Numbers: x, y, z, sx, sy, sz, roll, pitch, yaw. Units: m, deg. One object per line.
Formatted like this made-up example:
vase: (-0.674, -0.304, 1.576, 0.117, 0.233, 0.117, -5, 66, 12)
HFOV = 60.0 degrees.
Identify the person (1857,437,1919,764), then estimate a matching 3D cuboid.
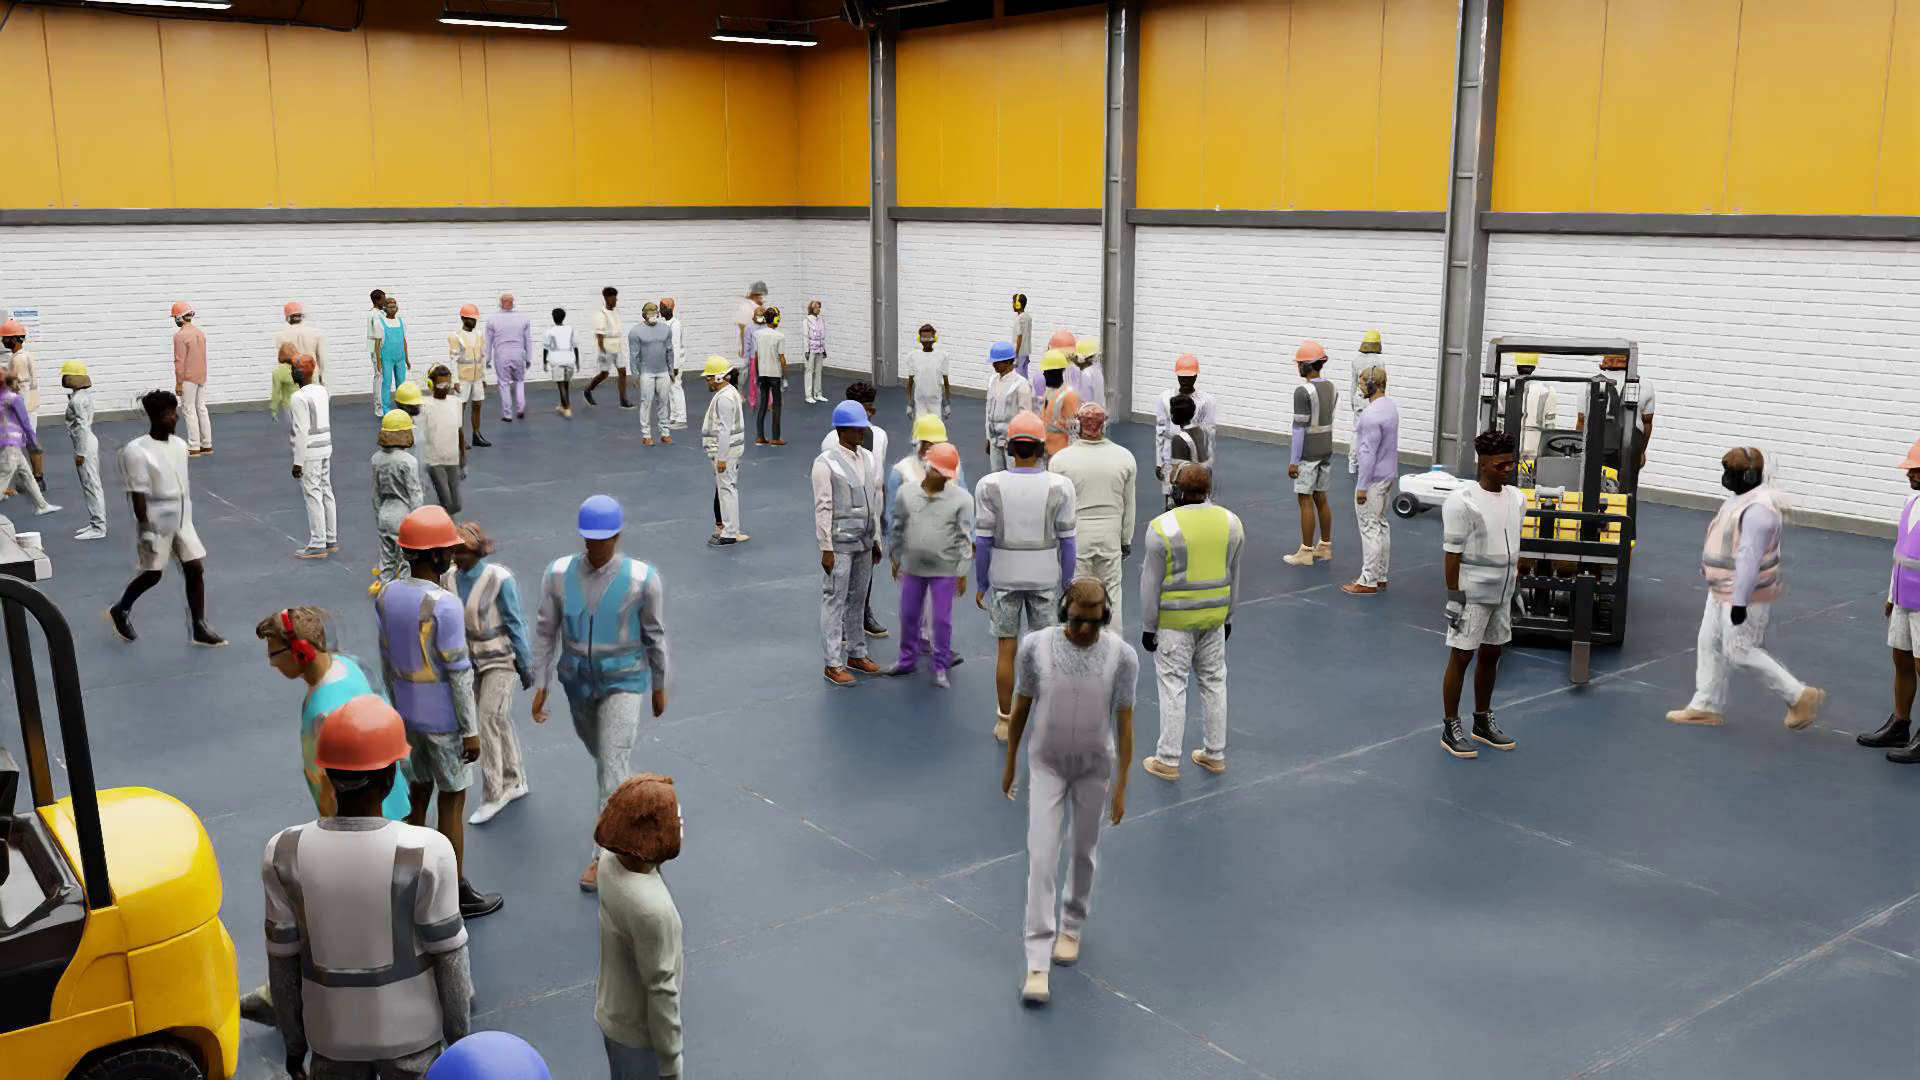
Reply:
person: (5.632, 0.350, 9.793, 0.362, 1.935, 0.553, 0, 12, -2)

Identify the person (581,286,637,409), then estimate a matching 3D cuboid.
person: (-5.529, -3.012, 26.045, 0.890, 1.938, 0.609, 5, 13, 24)

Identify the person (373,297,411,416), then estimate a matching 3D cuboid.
person: (-8.350, -2.649, 24.508, 0.331, 1.843, 0.520, 11, 16, 43)

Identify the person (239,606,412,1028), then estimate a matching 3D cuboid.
person: (-2.466, 1.109, 6.532, 0.985, 1.767, 0.651, -4, 13, -21)

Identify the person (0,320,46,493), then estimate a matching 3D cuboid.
person: (-10.569, -1.501, 18.737, 0.362, 1.938, 0.545, -5, 13, -24)

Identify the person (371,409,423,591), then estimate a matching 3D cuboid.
person: (-4.196, -0.115, 12.510, 0.487, 1.744, 0.313, 7, 14, 31)

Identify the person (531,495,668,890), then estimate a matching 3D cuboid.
person: (-1.766, 0.681, 8.314, 0.613, 1.902, 1.016, 2, 12, 8)

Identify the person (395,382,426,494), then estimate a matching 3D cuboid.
person: (-4.745, -0.492, 14.324, 0.429, 1.745, 0.540, 2, 12, 9)

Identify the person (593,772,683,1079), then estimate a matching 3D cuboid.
person: (-0.953, 1.487, 5.063, 0.290, 1.627, 0.504, -6, 13, -27)

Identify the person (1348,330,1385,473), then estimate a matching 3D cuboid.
person: (4.899, -1.646, 19.939, 0.321, 1.737, 0.487, -8, 14, -35)

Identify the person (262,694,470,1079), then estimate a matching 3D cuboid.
person: (-1.670, 1.388, 4.785, 0.553, 1.935, 0.362, 0, 12, -1)

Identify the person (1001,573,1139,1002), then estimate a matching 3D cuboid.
person: (0.450, 1.014, 6.944, 0.576, 1.790, 0.839, 1, 12, 3)

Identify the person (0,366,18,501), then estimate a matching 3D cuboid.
person: (-10.668, -1.400, 18.243, 0.352, 1.937, 0.635, -2, 12, -10)

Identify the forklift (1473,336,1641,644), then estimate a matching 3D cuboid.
forklift: (4.683, -0.471, 13.136, 1.214, 2.155, 2.313, 4, 12, 20)

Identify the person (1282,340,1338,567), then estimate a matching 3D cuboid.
person: (3.148, -0.781, 15.036, 0.418, 2.033, 0.607, 11, 16, 42)

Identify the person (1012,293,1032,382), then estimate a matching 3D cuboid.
person: (0.910, -2.769, 25.036, 0.311, 1.865, 0.534, 5, 13, 24)

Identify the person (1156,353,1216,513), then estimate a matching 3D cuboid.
person: (2.027, -0.725, 15.025, 0.540, 1.929, 0.390, 3, 12, 16)

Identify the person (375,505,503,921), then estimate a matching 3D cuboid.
person: (-2.399, 0.797, 7.637, 0.551, 1.937, 0.357, 8, 14, 33)

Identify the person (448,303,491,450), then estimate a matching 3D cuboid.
person: (-6.452, -2.151, 21.931, 0.420, 1.925, 0.559, 9, 14, 36)

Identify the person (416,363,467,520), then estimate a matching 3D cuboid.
person: (-4.746, -0.699, 15.134, 0.689, 1.837, 0.529, 9, 15, 37)

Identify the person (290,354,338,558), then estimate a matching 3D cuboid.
person: (-5.993, -0.774, 15.360, 0.352, 1.883, 0.579, 1, 12, 4)

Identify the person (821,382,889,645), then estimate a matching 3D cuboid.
person: (-0.756, -0.209, 12.427, 0.365, 1.962, 0.613, 11, 16, 43)

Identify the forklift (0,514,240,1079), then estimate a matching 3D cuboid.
forklift: (-3.687, 1.115, 5.480, 2.313, 2.155, 1.214, -9, 15, -36)

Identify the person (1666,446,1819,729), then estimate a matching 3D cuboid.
person: (4.894, 0.314, 10.278, 0.752, 1.815, 0.630, 3, 12, 12)

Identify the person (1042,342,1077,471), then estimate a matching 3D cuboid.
person: (1.093, -1.417, 18.820, 0.649, 1.734, 0.564, -10, 16, -41)

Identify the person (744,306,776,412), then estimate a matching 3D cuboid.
person: (-3.087, -2.802, 25.756, 0.499, 1.633, 0.281, -3, 12, -13)

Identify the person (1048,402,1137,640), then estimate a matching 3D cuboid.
person: (0.901, -0.009, 11.606, 0.640, 1.909, 0.409, -3, 12, -13)

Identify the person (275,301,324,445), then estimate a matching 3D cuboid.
person: (-8.680, -2.171, 21.967, 0.614, 1.949, 1.029, -8, 14, -33)

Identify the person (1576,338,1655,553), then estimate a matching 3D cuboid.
person: (6.026, -0.865, 15.411, 0.673, 2.000, 0.536, 2, 12, 11)

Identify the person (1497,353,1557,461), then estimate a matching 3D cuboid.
person: (5.284, -0.833, 15.665, 0.590, 1.873, 0.354, 4, 12, 19)

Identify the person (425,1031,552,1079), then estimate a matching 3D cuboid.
person: (-0.759, 1.774, 2.892, 0.614, 1.947, 0.388, -11, 16, -42)

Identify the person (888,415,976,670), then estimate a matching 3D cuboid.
person: (-0.155, 0.009, 11.795, 0.597, 1.788, 0.886, -8, 14, -34)

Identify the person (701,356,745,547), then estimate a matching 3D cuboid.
person: (-2.256, -0.847, 15.876, 0.403, 1.817, 0.605, -1, 12, -5)

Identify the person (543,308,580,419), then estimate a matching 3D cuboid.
person: (-6.018, -2.670, 25.093, 0.539, 1.643, 0.892, -8, 14, -33)

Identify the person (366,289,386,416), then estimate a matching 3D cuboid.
person: (-8.808, -2.837, 25.234, 0.392, 1.919, 0.590, -5, 13, -23)

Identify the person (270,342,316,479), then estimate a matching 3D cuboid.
person: (-7.886, -1.529, 19.641, 0.658, 1.606, 0.526, 11, 16, 42)

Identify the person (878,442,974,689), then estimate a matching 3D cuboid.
person: (-0.223, 0.168, 11.237, 0.662, 1.705, 0.446, 4, 12, 17)

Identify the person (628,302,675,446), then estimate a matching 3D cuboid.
person: (-4.107, -2.216, 22.229, 0.636, 1.928, 0.386, -8, 14, -35)

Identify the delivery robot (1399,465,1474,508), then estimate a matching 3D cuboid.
delivery robot: (4.924, -0.535, 17.200, 0.707, 0.478, 0.477, 8, 14, 35)

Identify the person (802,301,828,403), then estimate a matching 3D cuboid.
person: (-2.352, -3.045, 26.906, 0.309, 1.645, 0.515, 8, 14, 33)

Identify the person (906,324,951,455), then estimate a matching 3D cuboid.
person: (-0.366, -1.585, 19.337, 0.513, 1.862, 0.322, 1, 12, 2)

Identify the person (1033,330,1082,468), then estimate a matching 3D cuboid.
person: (0.998, -1.057, 16.384, 0.612, 2.029, 0.407, -10, 16, -41)

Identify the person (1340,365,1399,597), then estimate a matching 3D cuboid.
person: (3.452, -0.493, 13.901, 0.385, 1.929, 0.635, 6, 13, 28)

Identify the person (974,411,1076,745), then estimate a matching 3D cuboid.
person: (0.395, 0.235, 10.103, 0.615, 2.038, 0.396, 1, 12, 3)

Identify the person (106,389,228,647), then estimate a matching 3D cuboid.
person: (-5.920, -0.155, 12.250, 0.867, 1.938, 0.609, 4, 12, 19)

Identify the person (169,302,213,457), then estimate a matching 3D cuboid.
person: (-9.872, -2.059, 21.327, 0.403, 1.983, 0.627, 1, 12, 5)

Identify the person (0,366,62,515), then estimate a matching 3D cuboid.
person: (-9.737, -0.975, 17.038, 0.508, 1.593, 0.897, 8, 14, 34)

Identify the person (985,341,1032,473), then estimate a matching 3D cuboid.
person: (0.448, -0.966, 16.153, 0.412, 1.937, 0.605, -9, 15, -36)

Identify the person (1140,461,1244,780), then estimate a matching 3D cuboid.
person: (1.308, 0.459, 9.541, 0.623, 1.835, 0.431, -5, 13, -23)

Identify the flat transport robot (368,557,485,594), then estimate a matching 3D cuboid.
flat transport robot: (-4.621, 0.219, 14.472, 0.652, 0.197, 1.431, -1, 12, -4)

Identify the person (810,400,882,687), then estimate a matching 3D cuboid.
person: (-0.764, 0.011, 11.402, 0.380, 1.950, 0.605, 8, 14, 34)

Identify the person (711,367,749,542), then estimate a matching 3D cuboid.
person: (-2.246, -0.829, 16.076, 0.321, 1.696, 0.530, -5, 13, -21)

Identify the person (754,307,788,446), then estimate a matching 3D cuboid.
person: (-2.525, -2.175, 22.207, 0.525, 1.854, 0.333, 6, 13, 28)

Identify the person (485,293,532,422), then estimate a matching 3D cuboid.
person: (-6.670, -2.681, 24.570, 0.684, 1.898, 0.404, -5, 13, -24)

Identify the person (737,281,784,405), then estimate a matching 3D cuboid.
person: (-3.294, -3.188, 26.632, 1.040, 2.000, 0.683, 4, 13, 21)

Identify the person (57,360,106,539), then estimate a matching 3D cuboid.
person: (-8.566, -0.883, 16.221, 0.293, 1.744, 0.492, -5, 13, -21)

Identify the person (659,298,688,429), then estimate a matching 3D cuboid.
person: (-4.136, -2.534, 23.886, 0.347, 1.877, 0.573, -6, 13, -26)

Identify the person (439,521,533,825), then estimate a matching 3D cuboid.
person: (-2.583, 0.698, 8.874, 0.528, 1.618, 0.610, 7, 14, 30)

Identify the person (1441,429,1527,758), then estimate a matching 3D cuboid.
person: (3.131, 0.309, 9.927, 0.607, 1.966, 0.367, -6, 13, -28)

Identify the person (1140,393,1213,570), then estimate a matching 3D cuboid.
person: (1.986, -0.429, 14.238, 0.822, 1.651, 0.538, 5, 13, 23)
